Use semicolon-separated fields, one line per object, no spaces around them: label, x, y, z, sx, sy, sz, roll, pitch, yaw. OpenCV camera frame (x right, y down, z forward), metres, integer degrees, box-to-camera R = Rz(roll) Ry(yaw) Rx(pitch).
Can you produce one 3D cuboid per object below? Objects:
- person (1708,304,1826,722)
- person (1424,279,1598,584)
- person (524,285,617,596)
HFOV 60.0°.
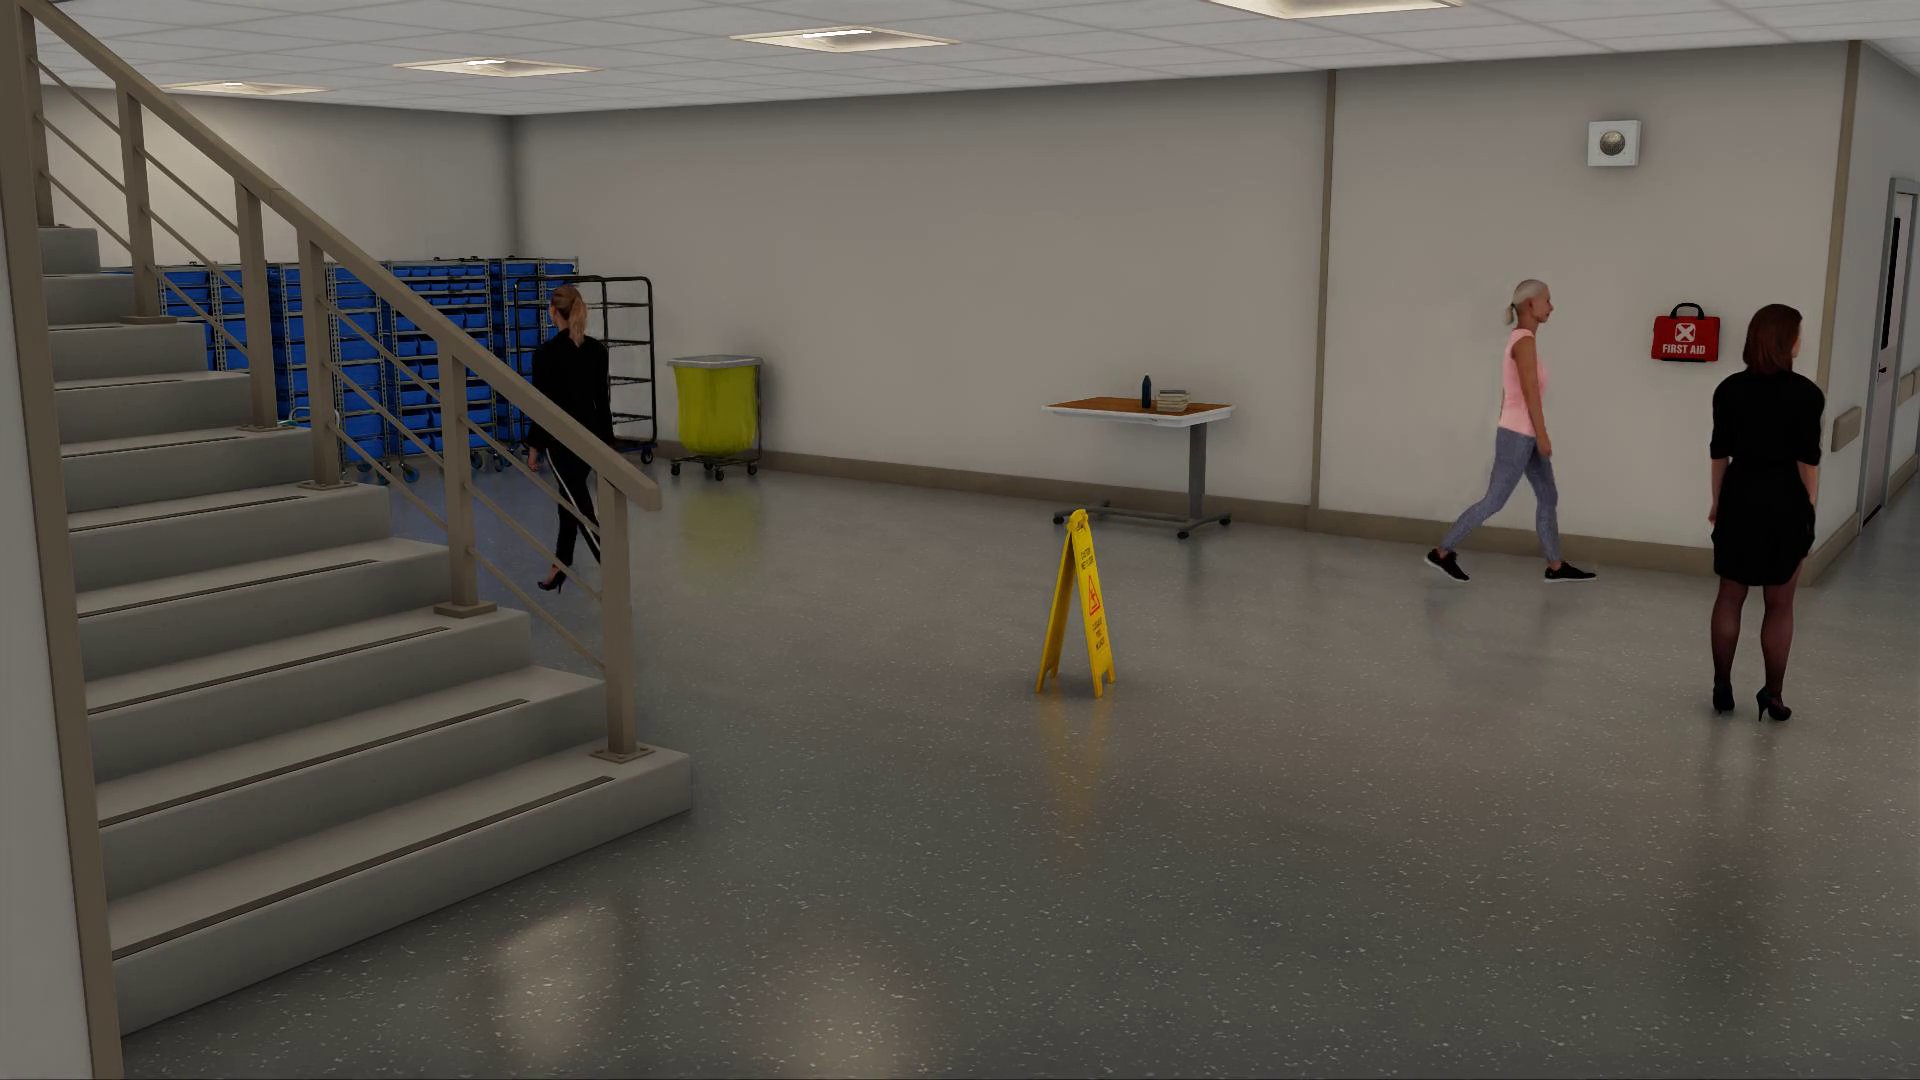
person;3.280;-0.110;6.811;0.691;1.704;0.512;-10;14;-42
person;3.001;-0.561;9.211;1.204;1.695;0.795;3;11;17
person;-1.974;-0.446;8.680;1.077;1.666;0.696;9;14;41
